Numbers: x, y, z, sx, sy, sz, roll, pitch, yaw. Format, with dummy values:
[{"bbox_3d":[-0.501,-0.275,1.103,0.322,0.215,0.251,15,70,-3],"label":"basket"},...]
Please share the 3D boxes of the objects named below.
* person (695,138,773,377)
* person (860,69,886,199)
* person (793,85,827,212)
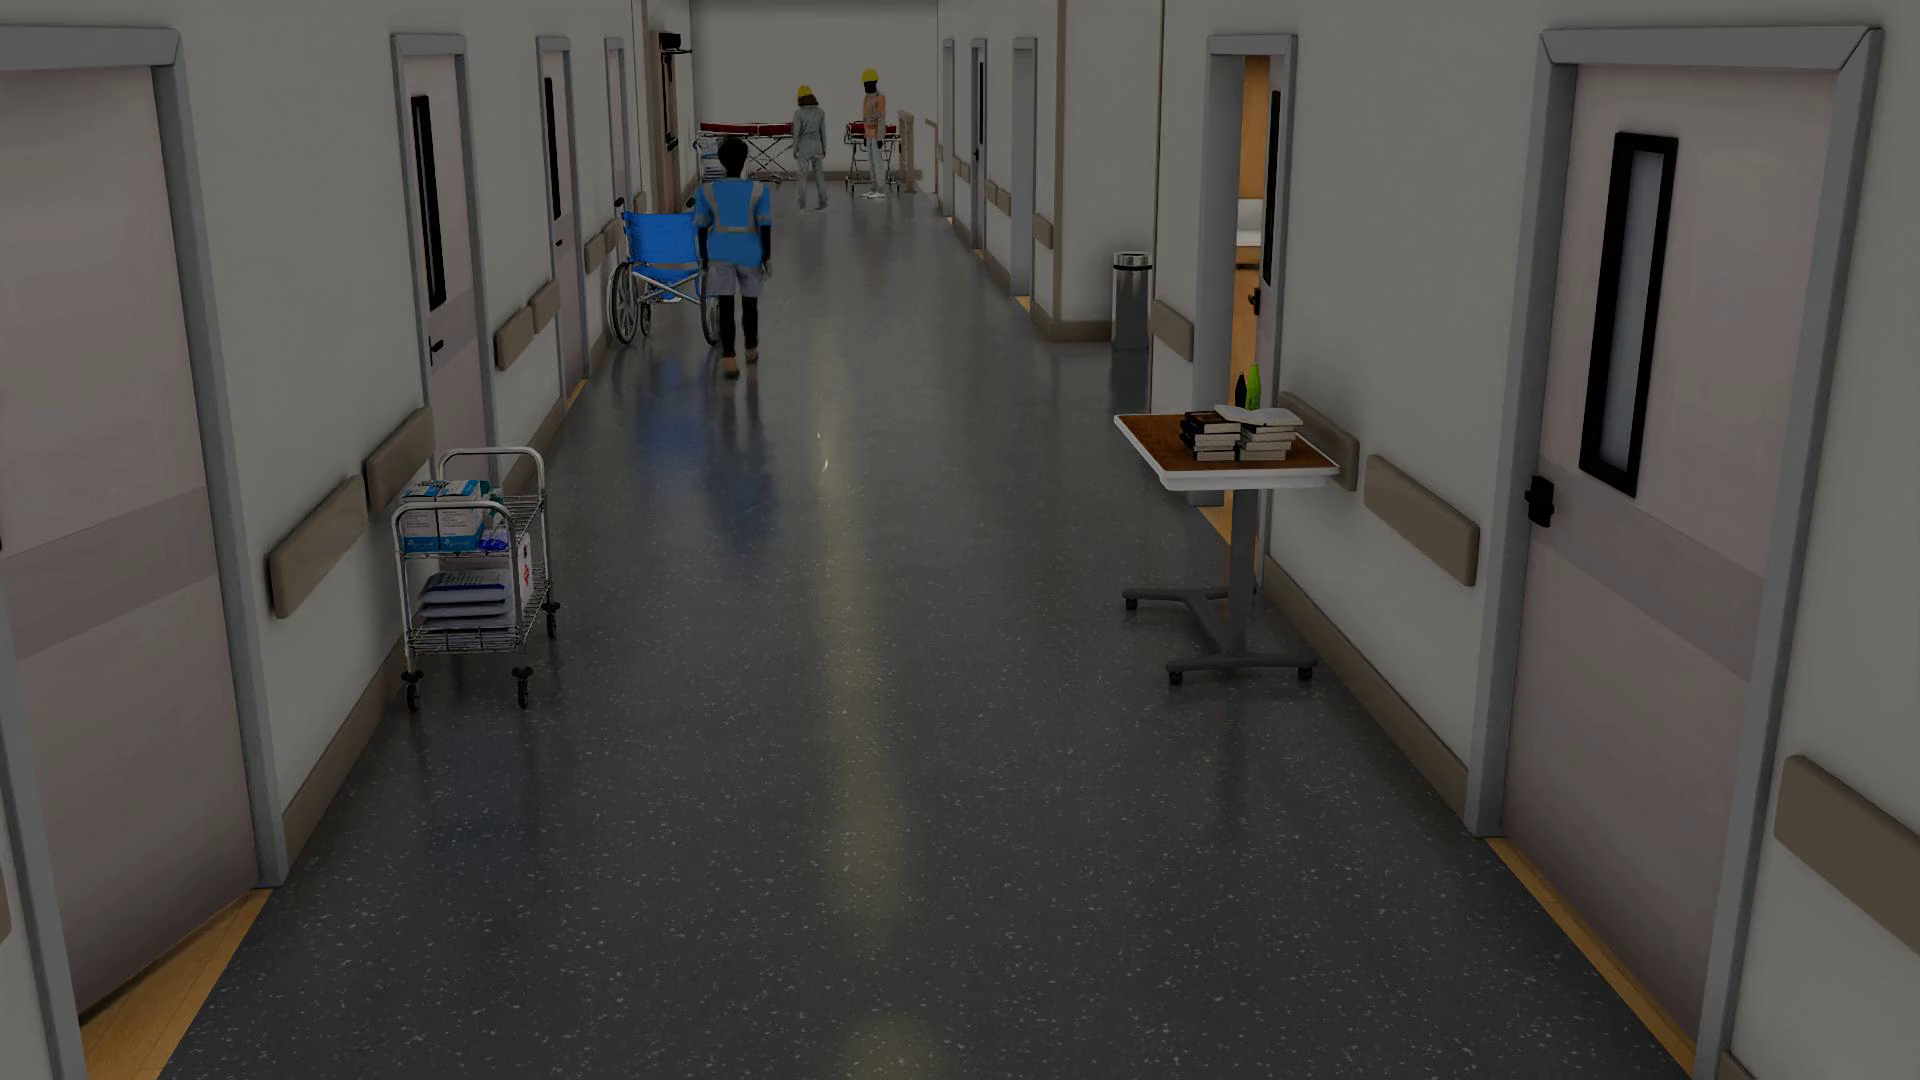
[{"bbox_3d":[-1.604,-2.018,11.861,0.547,1.648,0.867,-1,17,-4],"label":"person"},{"bbox_3d":[-1.323,-6.159,25.251,0.394,1.918,0.585,-8,18,-24],"label":"person"},{"bbox_3d":[-2.104,-5.466,23.251,0.516,1.730,0.347,-11,20,-34],"label":"person"}]
